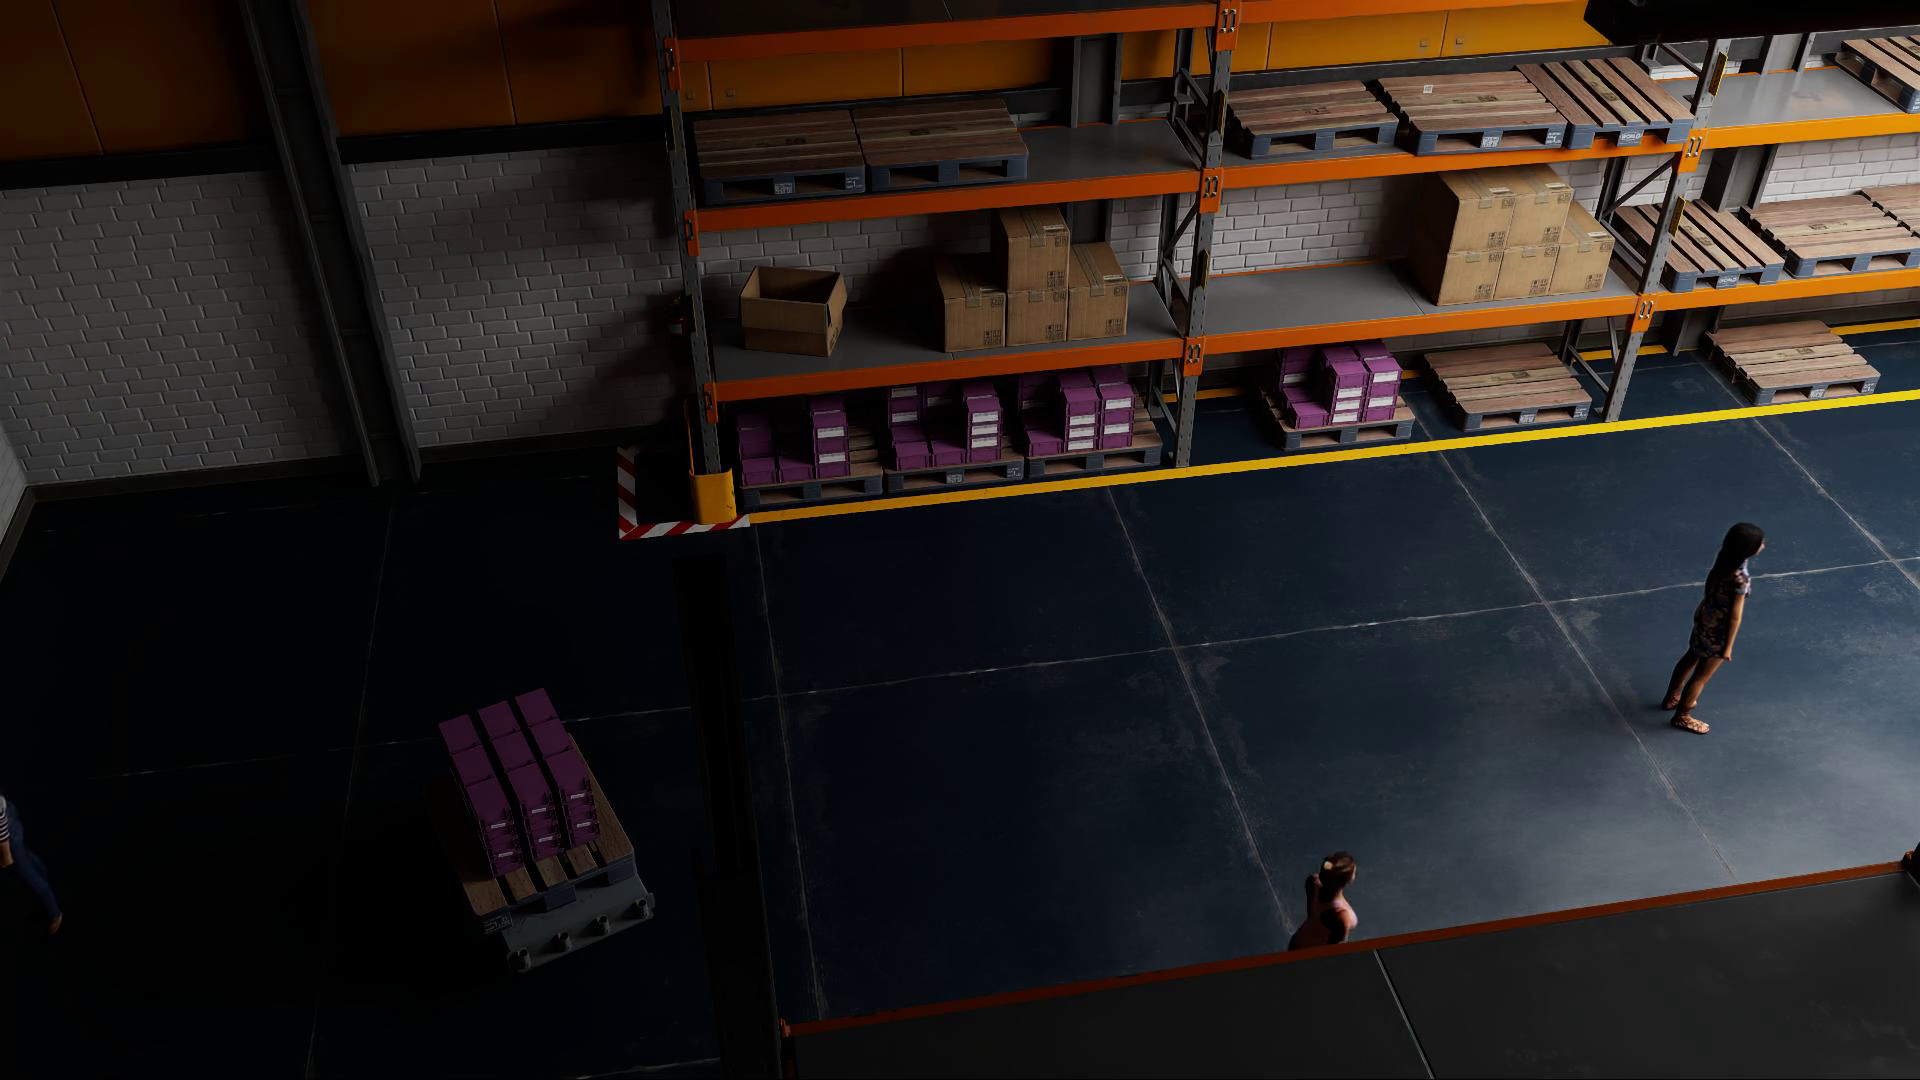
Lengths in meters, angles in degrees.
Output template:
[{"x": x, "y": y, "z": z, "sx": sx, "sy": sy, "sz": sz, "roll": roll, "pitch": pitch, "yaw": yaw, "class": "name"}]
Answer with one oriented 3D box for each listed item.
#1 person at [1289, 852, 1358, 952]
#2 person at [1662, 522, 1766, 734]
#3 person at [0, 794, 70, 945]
[{"x": 1.933, "y": 2.369, "z": 9.362, "sx": 0.787, "sy": 1.625, "sz": 0.674, "roll": -13, "pitch": 40, "yaw": -16, "class": "person"}, {"x": 5.221, "y": 0.586, "z": 11.509, "sx": 0.579, "sy": 1.733, "sz": 0.646, "roll": 2, "pitch": 39, "yaw": 2, "class": "person"}, {"x": -5.763, "y": 1.753, "z": 9.996, "sx": 0.631, "sy": 1.797, "sz": 0.647, "roll": -24, "pitch": 44, "yaw": -27, "class": "person"}]
